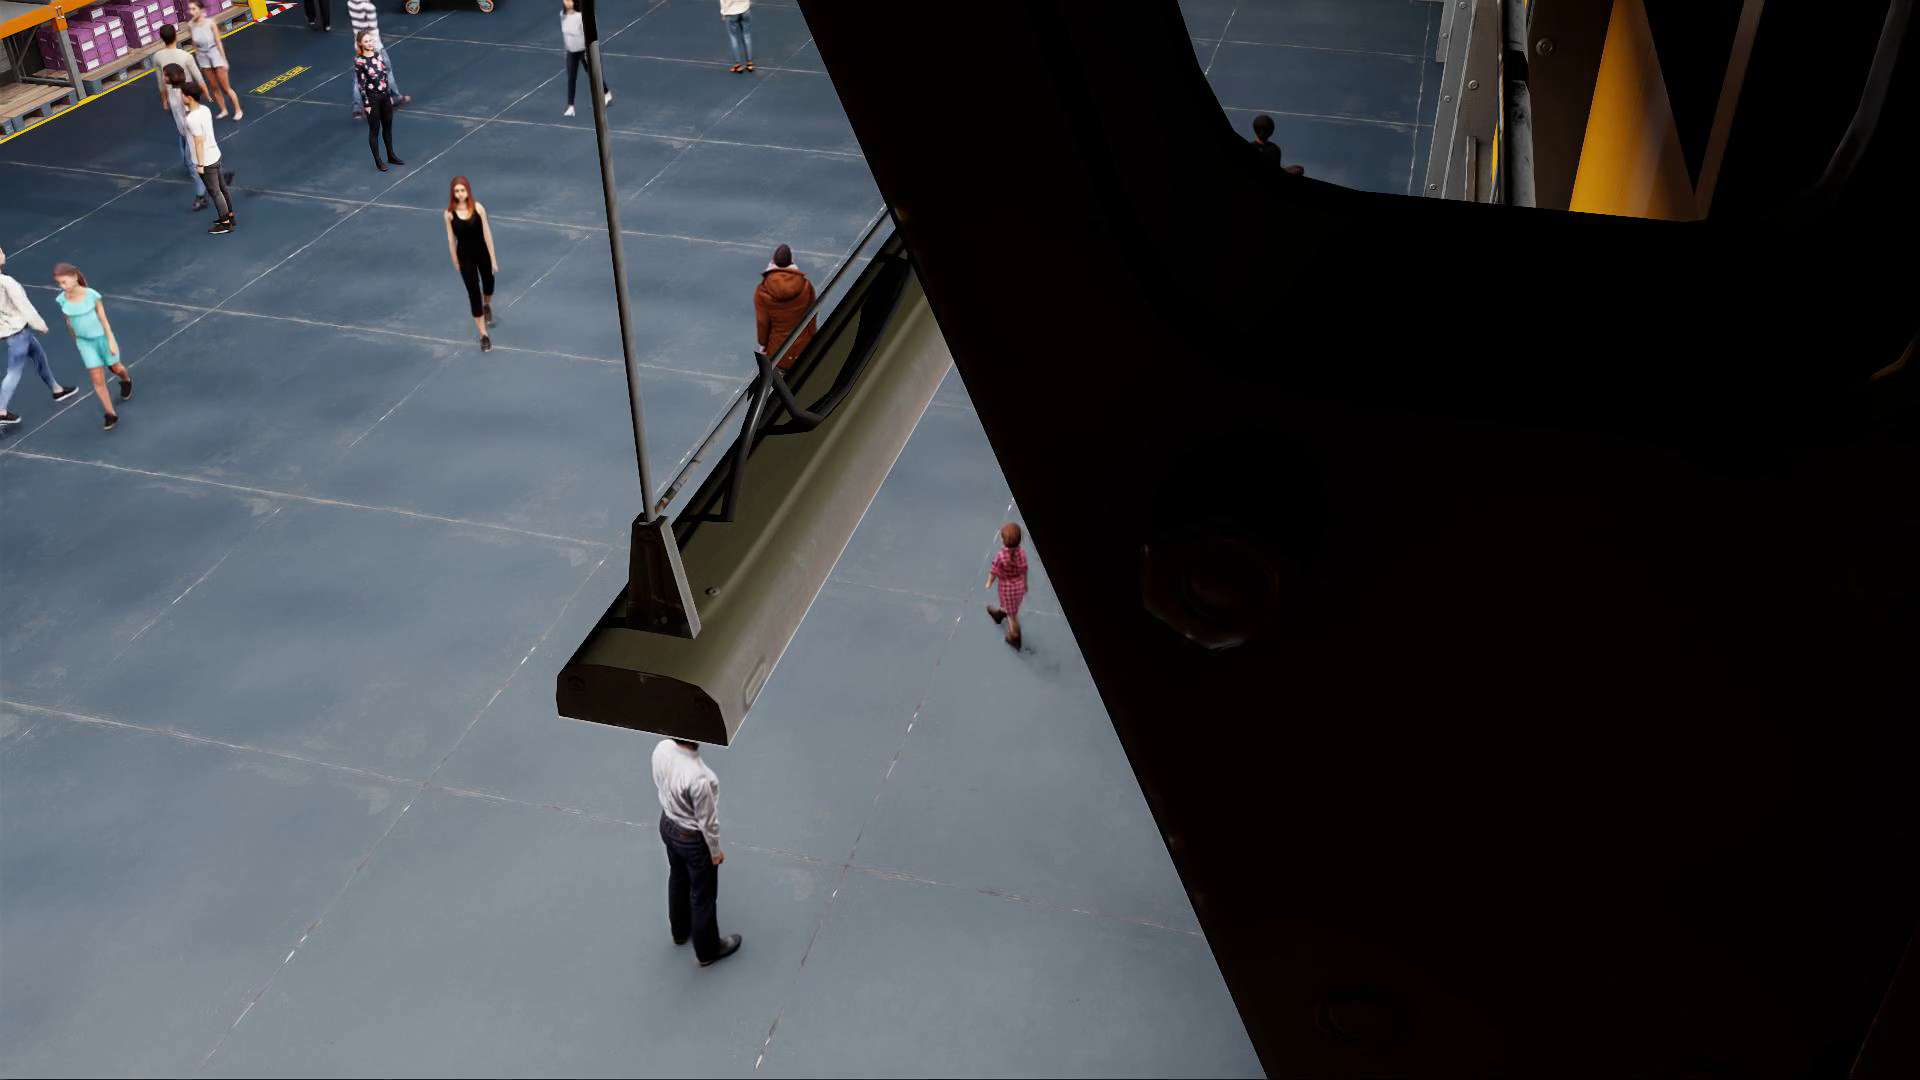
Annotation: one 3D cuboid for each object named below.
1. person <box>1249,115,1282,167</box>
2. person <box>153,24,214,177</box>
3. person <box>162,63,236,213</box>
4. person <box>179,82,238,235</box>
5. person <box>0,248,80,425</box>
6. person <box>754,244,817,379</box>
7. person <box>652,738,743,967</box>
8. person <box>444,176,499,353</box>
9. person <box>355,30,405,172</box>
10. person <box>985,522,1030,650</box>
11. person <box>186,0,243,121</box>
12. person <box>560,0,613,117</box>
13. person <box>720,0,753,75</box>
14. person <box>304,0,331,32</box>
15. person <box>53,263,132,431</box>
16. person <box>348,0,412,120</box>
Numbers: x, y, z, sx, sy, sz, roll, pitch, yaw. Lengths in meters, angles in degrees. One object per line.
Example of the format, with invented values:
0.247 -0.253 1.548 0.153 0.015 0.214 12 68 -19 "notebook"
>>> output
3.199 -3.749 17.879 0.610 1.674 0.525 6 34 8 "person"
-9.391 -5.269 20.062 0.804 1.788 0.973 0 34 1 "person"
-8.827 -4.680 19.248 0.995 1.708 0.864 -27 42 -35 "person"
-8.457 -4.310 18.679 0.752 1.722 0.601 -3 34 -5 "person"
-8.587 -1.816 14.991 0.856 1.651 1.170 21 39 28 "person"
-1.509 -1.743 14.712 0.831 1.838 0.858 -8 35 -12 "person"
-1.557 1.676 9.588 0.745 1.816 0.729 -27 42 -34 "person"
-4.778 -2.791 16.420 0.997 1.692 1.185 -11 35 -16 "person"
-7.140 -5.392 20.342 0.693 1.683 0.537 19 38 26 "person"
0.393 0.360 12.305 0.699 1.000 0.735 -21 39 -29 "person"
-9.785 -6.309 21.793 0.617 1.603 0.601 3 34 4 "person"
-4.966 -6.472 21.987 0.789 1.659 1.173 18 38 25 "person"
-3.137 -7.418 23.399 0.696 1.672 0.748 -16 37 -23 "person"
-9.746 -8.466 25.070 0.956 1.568 1.027 -15 36 -21 "person"
-7.840 -1.835 15.139 0.874 1.519 1.142 -8 34 -11 "person"
-7.800 -6.378 21.727 0.829 1.791 1.276 15 36 21 "person"
